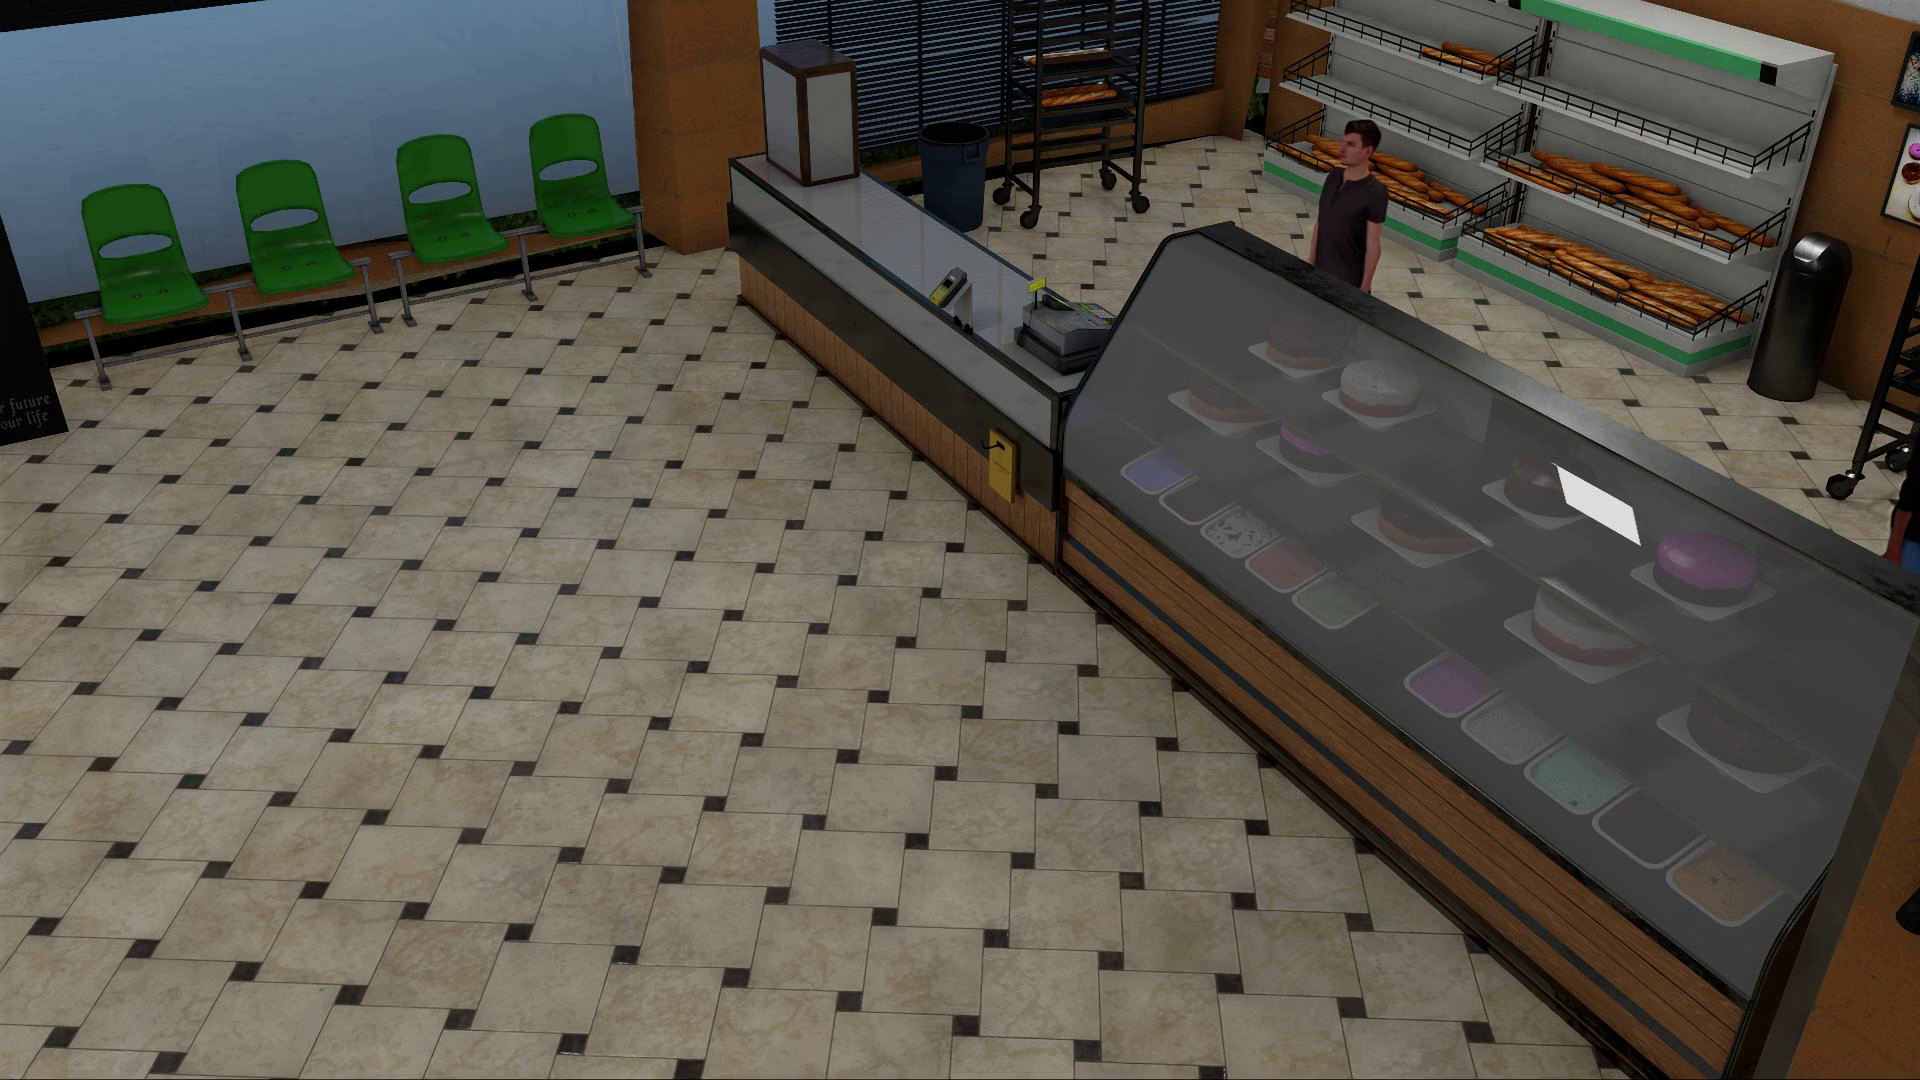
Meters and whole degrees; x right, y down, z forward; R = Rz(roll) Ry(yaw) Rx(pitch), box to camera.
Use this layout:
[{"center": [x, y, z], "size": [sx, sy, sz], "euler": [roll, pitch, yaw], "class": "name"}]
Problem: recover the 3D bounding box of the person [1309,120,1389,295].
[{"center": [2.145, -1.454, 9.328], "size": [0.535, 1.853, 0.645], "euler": [-16, 35, -24], "class": "person"}]
